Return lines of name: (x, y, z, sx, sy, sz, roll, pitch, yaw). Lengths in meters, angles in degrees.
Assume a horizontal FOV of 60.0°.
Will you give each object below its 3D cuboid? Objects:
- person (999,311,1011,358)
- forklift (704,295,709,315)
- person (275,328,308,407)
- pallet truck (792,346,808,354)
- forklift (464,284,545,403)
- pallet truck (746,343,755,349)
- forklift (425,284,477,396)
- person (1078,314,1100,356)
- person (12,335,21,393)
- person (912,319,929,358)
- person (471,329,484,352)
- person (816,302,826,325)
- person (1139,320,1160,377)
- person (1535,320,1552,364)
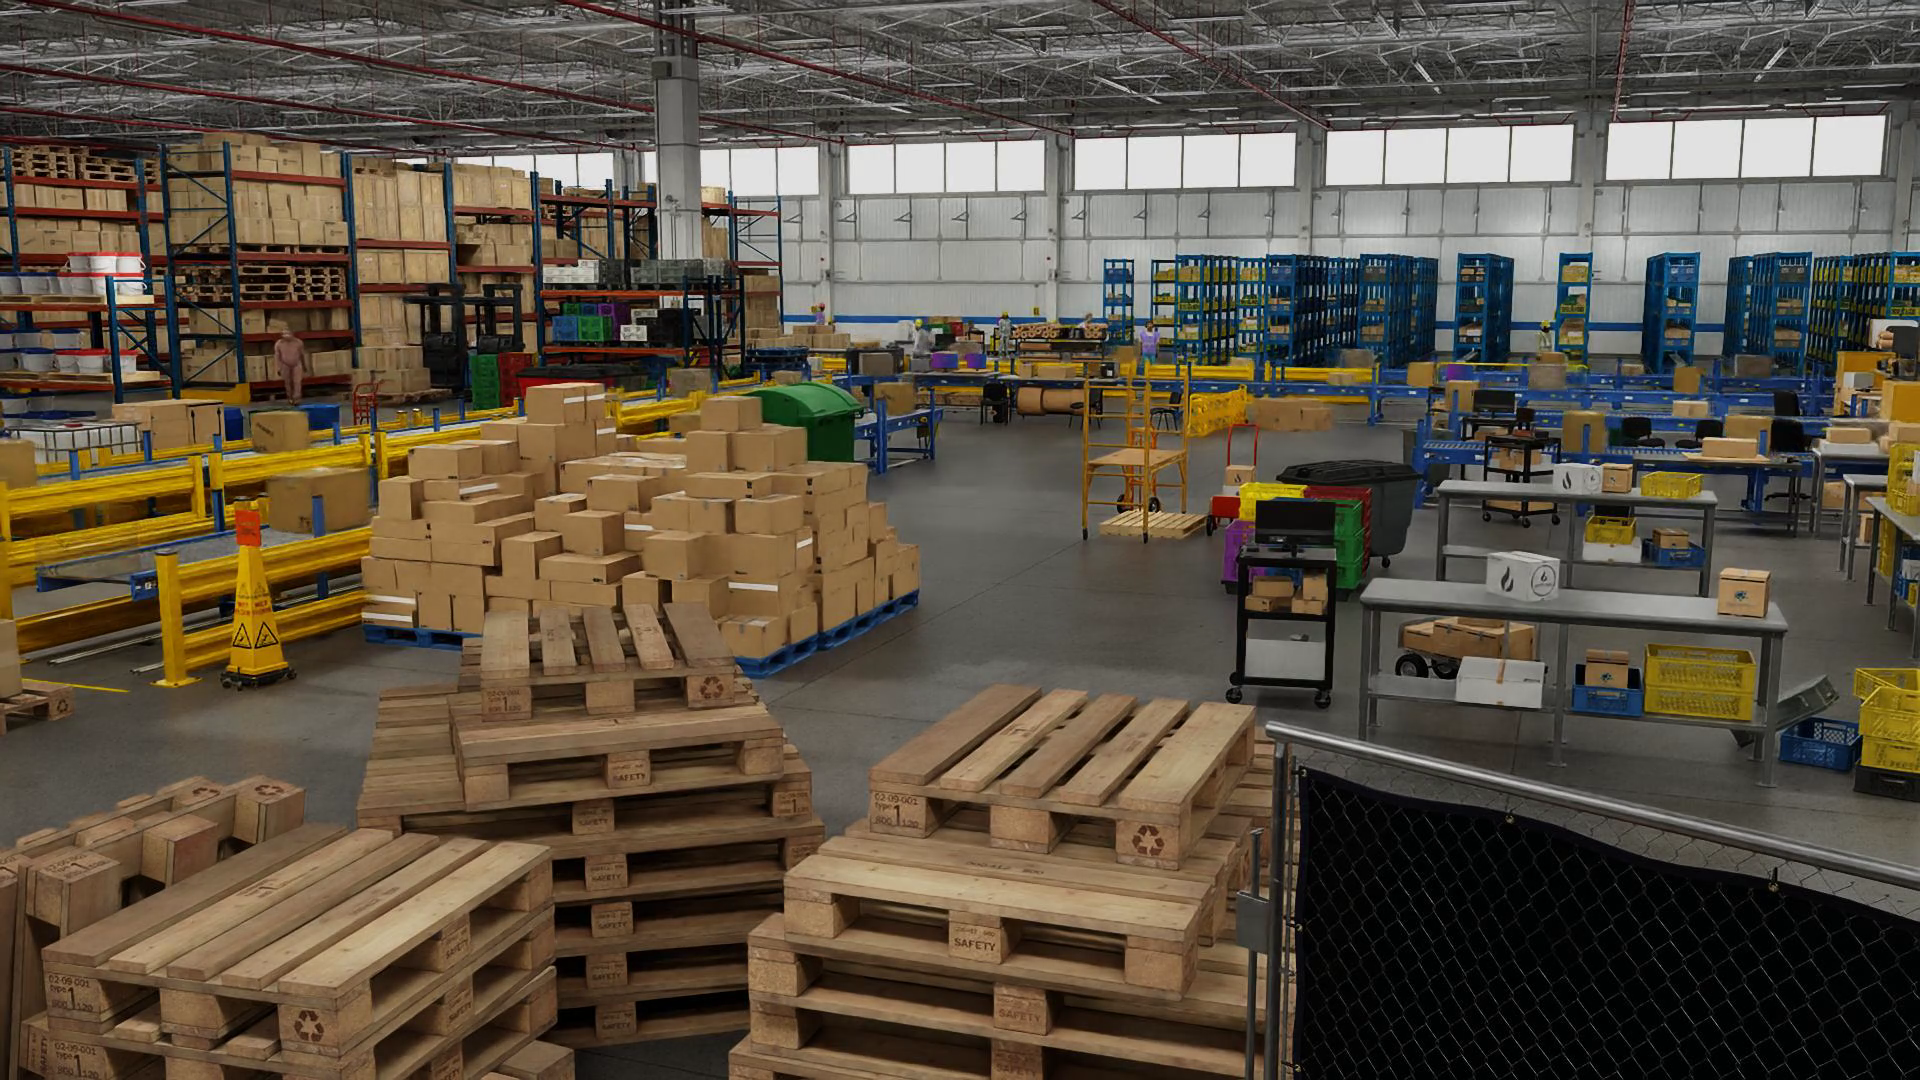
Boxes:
person: (1.643, -7.524, 60.931, 0.485, 1.735, 0.346, -5, 10, -27)
forklift: (-8.549, -6.984, 53.943, 1.129, 2.768, 1.873, 3, 10, 20)
person: (-15.505, -4.012, 38.574, 0.660, 1.845, 1.030, -3, 9, -17)
pallet truck: (-3.705, -4.298, 42.022, 0.653, 1.274, 1.630, 3, 10, 20)
forklift: (-10.832, -4.702, 39.610, 1.129, 2.768, 1.873, 3, 10, 20)
pallet truck: (-6.183, -4.618, 44.264, 1.601, 1.201, 0.680, -9, 12, -43)
forklift: (-12.593, -4.929, 41.038, 1.129, 2.768, 1.873, 3, 10, 20)
person: (3.986, -6.086, 51.545, 0.653, 1.857, 1.025, -4, 10, -21)
person: (-22.463, -4.069, 39.580, 0.364, 1.621, 0.519, 2, 9, 14)
person: (-1.196, -5.294, 46.696, 0.868, 1.795, 0.614, 4, 10, 24)
person: (-12.079, -4.478, 41.946, 0.532, 1.689, 0.321, -8, 12, -43)
person: (-5.650, -8.762, 68.105, 0.404, 1.922, 0.578, 5, 10, 28)
person: (5.038, -4.939, 44.340, 0.566, 1.846, 0.387, 0, 9, -1)
person: (15.755, -5.019, 44.882, 0.600, 1.831, 0.404, -8, 12, -41)
